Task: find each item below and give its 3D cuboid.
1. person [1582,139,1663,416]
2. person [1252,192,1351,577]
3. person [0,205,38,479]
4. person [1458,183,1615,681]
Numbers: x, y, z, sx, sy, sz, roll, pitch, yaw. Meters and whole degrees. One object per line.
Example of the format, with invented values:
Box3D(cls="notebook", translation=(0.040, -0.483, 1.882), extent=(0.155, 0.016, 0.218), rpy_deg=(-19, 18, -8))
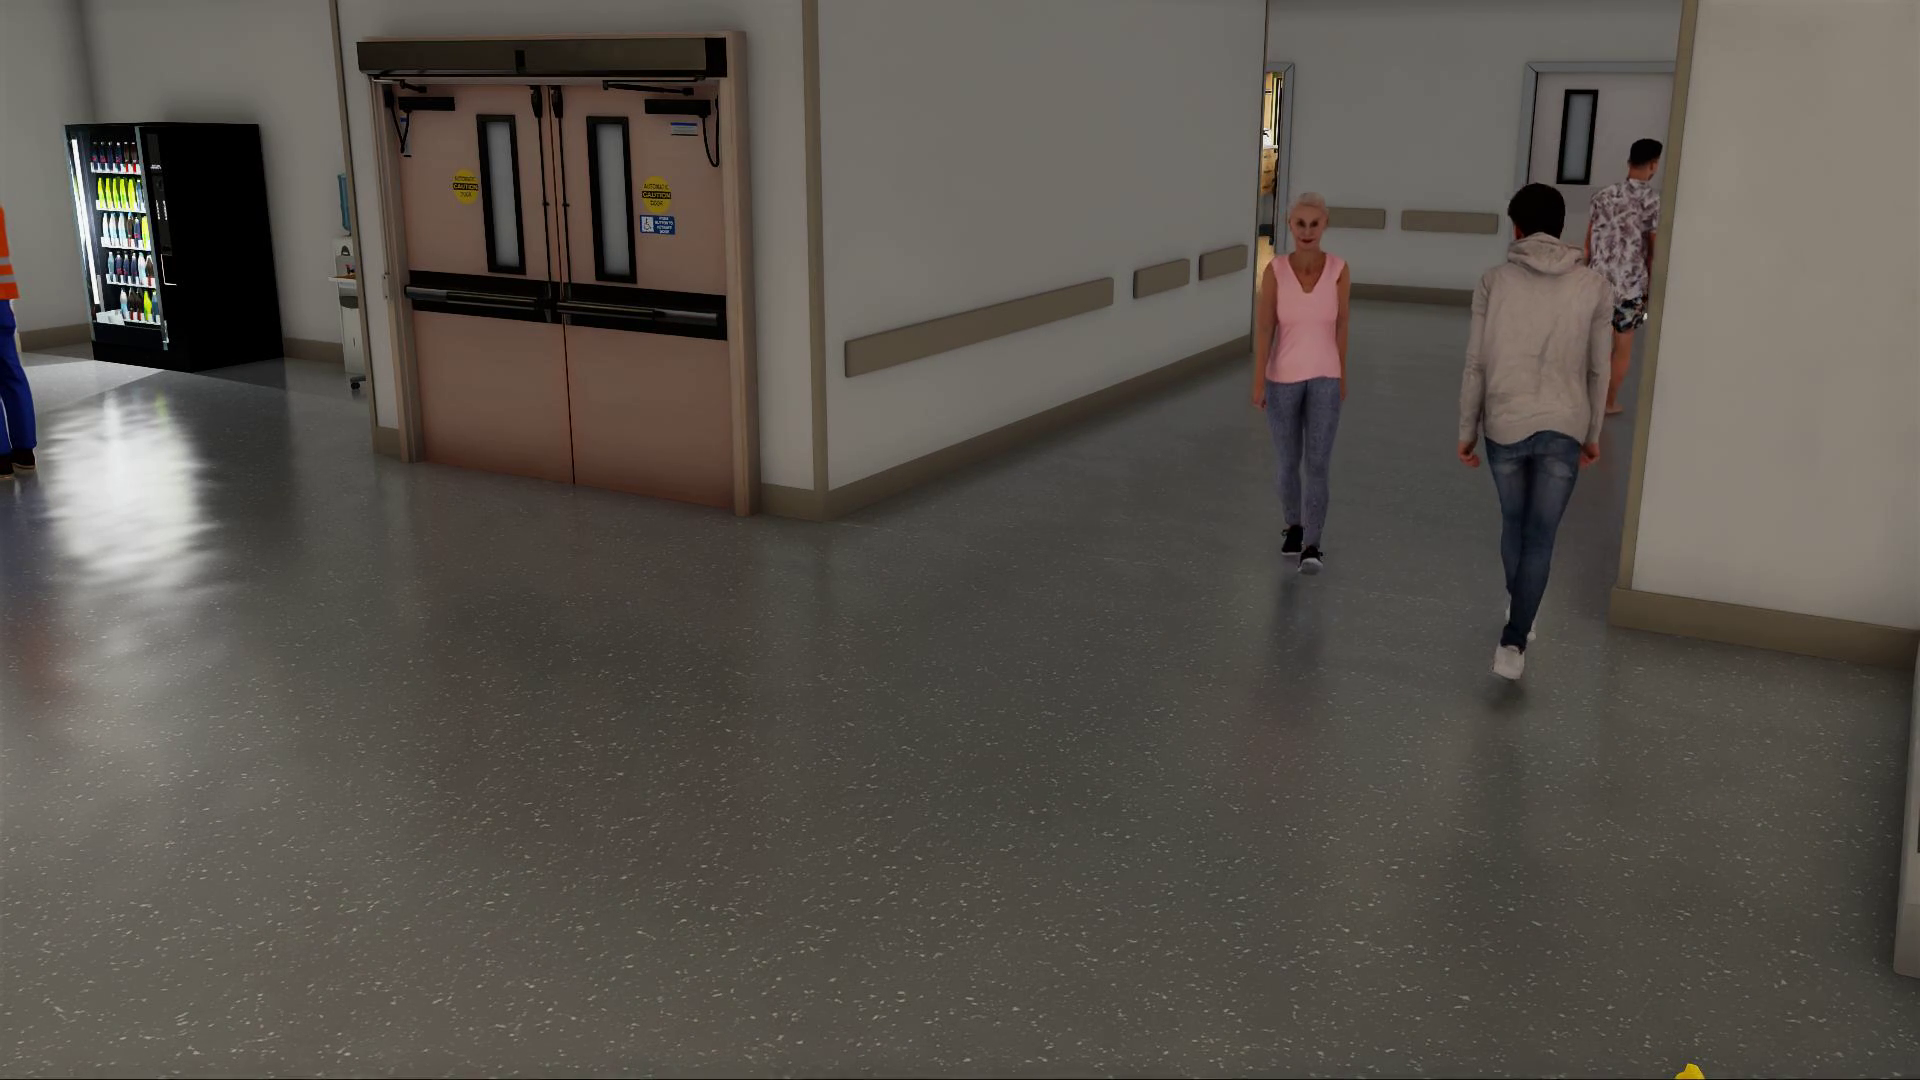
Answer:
Box3D(cls="person", translation=(4.286, -1.695, 10.897), extent=(0.748, 1.798, 0.842), rpy_deg=(14, 21, 40))
Box3D(cls="person", translation=(1.568, -0.714, 7.619), extent=(1.048, 1.688, 0.844), rpy_deg=(3, 16, 12))
Box3D(cls="person", translation=(-5.515, -1.288, 9.344), extent=(0.713, 1.858, 0.756), rpy_deg=(4, 16, 13))
Box3D(cls="person", translation=(2.107, -0.342, 6.117), extent=(1.204, 1.788, 0.823), rpy_deg=(6, 17, 22))
